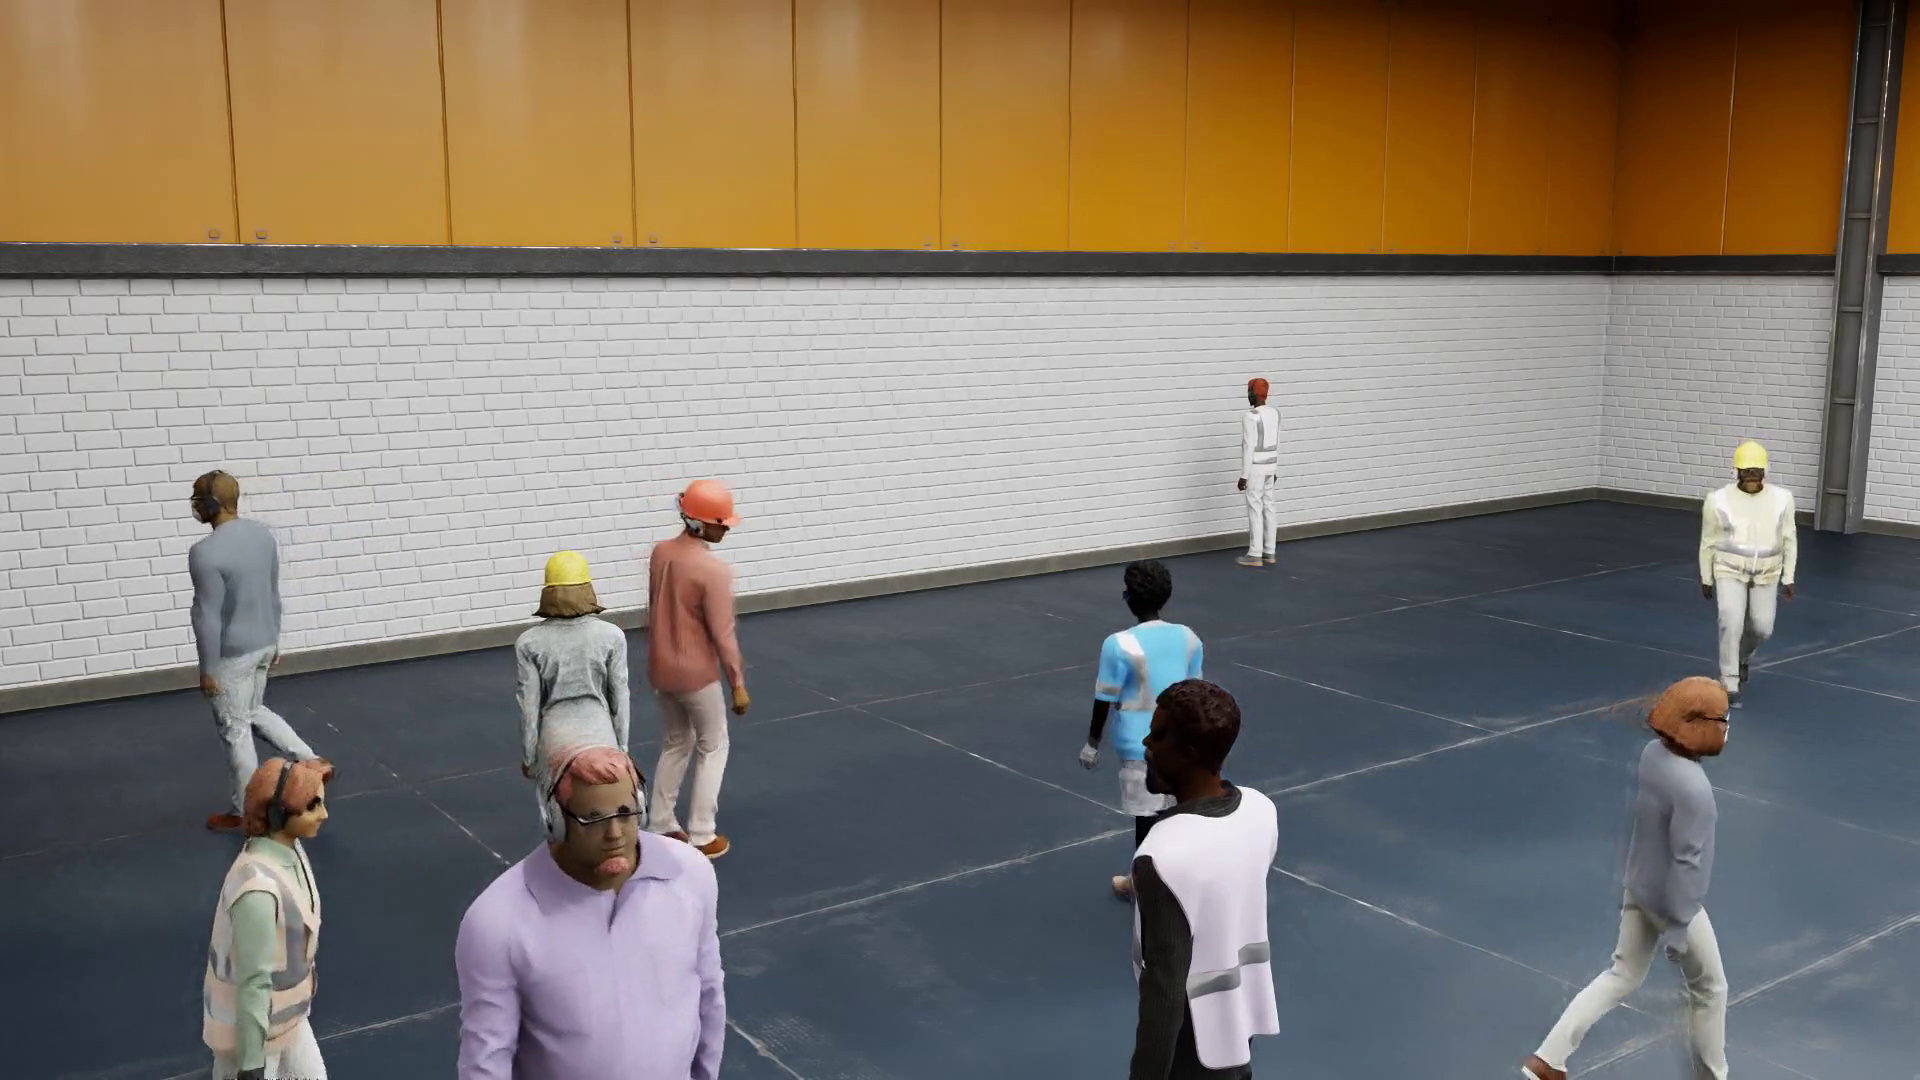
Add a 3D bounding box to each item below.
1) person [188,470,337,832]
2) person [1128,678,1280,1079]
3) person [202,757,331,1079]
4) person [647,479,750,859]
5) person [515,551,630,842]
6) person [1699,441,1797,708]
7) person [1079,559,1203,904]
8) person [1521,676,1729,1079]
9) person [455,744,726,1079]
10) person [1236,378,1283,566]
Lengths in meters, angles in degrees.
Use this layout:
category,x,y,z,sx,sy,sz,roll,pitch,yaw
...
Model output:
category,x,y,z,sx,sy,sz,roll,pitch,yaw
person,-3.696,0.589,8.700,0.566,1.926,0.643,1,9,6
person,0.617,1.303,4.334,0.392,1.917,0.592,6,11,33
person,-2.087,1.399,4.731,0.700,1.604,0.521,-2,9,-10
person,-1.320,0.661,8.221,0.416,1.948,0.638,-8,12,-42
person,-1.689,0.911,7.302,0.483,1.737,0.312,-3,10,-18
person,5.377,0.210,11.404,0.600,1.809,0.699,2,9,12
person,0.793,0.915,7.490,0.540,1.667,0.741,-7,12,-37
person,2.394,1.235,5.739,0.826,1.594,0.497,0,9,1
person,-0.803,1.402,3.873,0.678,1.857,0.961,-5,10,-28
person,2.996,-0.682,16.670,0.337,1.882,0.585,9,13,44
